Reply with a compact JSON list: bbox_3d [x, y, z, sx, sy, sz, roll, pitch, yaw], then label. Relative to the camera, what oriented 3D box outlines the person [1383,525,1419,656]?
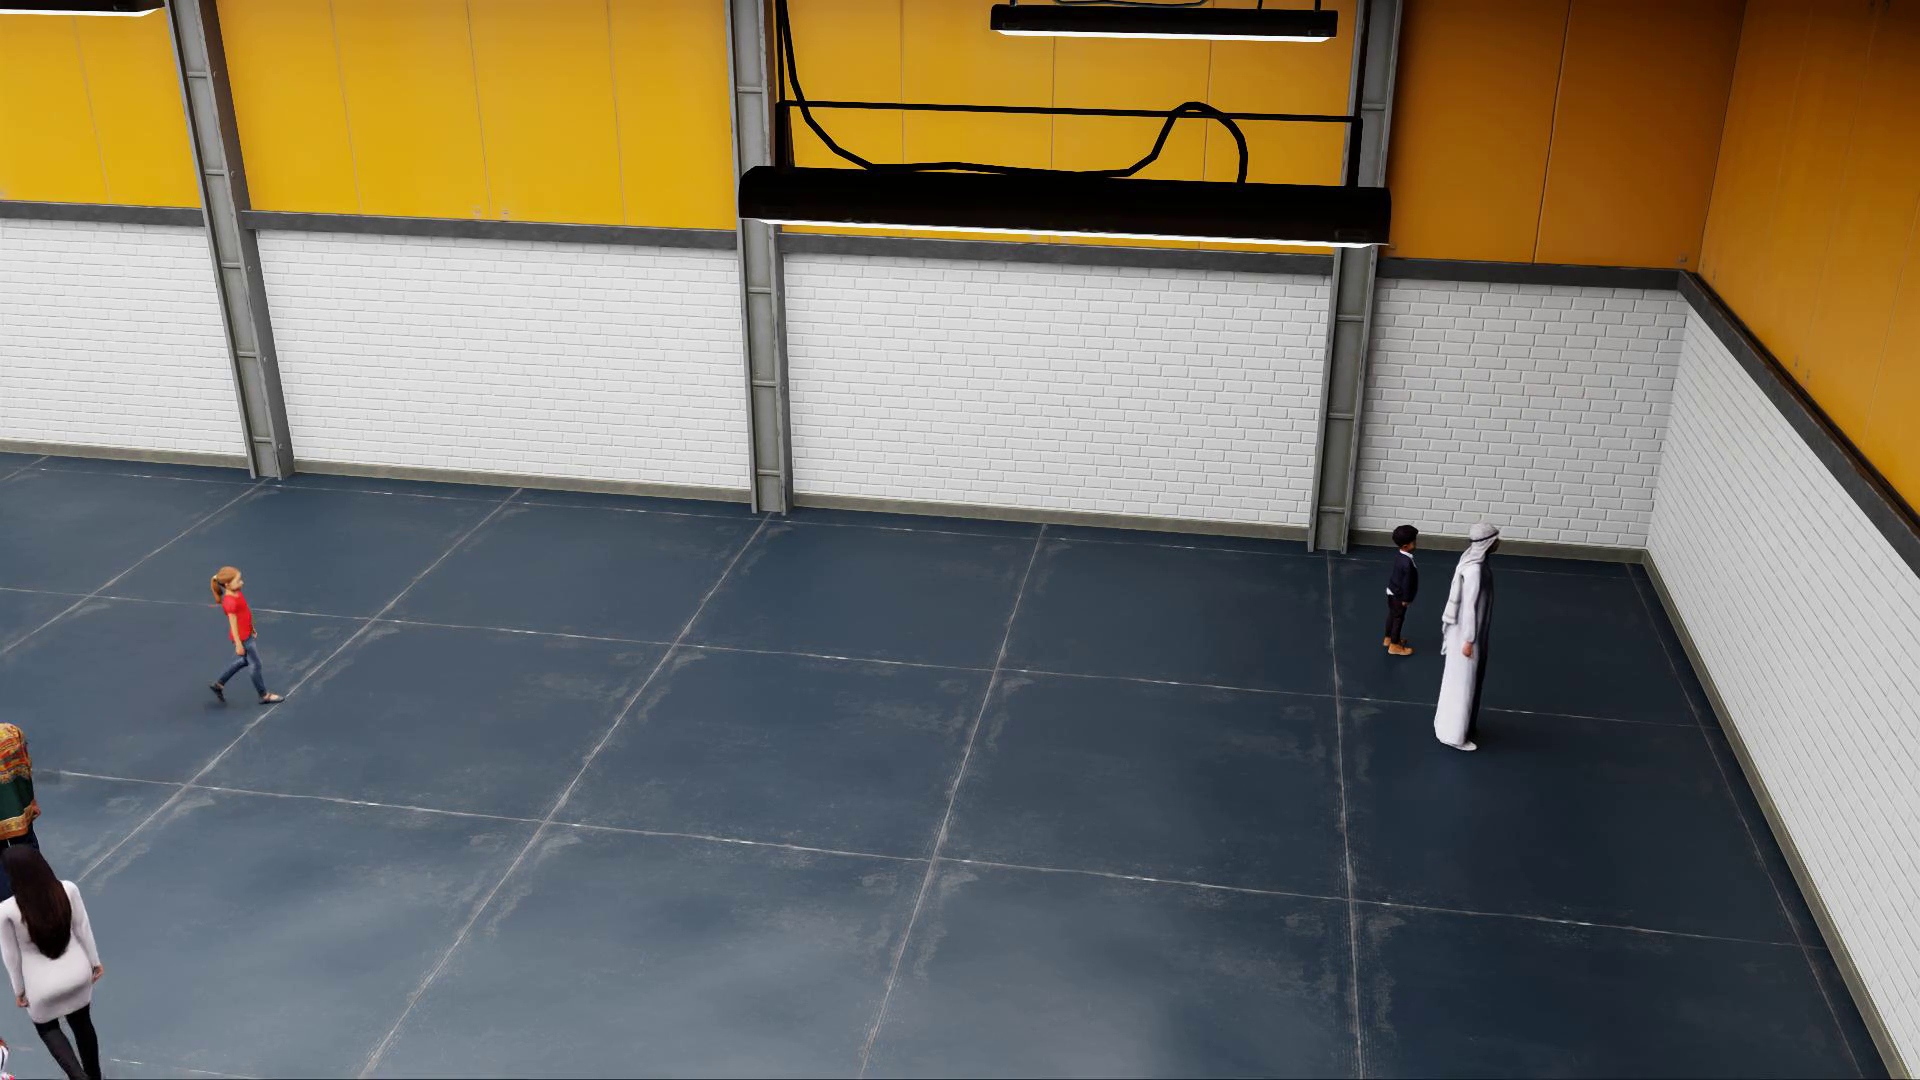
[{"bbox_3d":[3.985,0.434,15.041,0.530,1.227,0.532,0,24,1],"label":"person"}]

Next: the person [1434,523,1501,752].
[{"bbox_3d":[4.109,0.746,13.455,0.686,1.925,0.730,8,25,18],"label":"person"}]

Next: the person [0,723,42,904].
[{"bbox_3d":[-6.413,1.831,11.122,0.820,1.808,0.810,16,28,33],"label":"person"}]

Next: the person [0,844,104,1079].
[{"bbox_3d":[-5.131,2.558,9.478,0.868,1.791,0.965,-21,31,-39],"label":"person"}]

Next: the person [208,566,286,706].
[{"bbox_3d":[-6.141,0.824,14.070,0.875,1.290,0.706,-7,25,-15],"label":"person"}]
